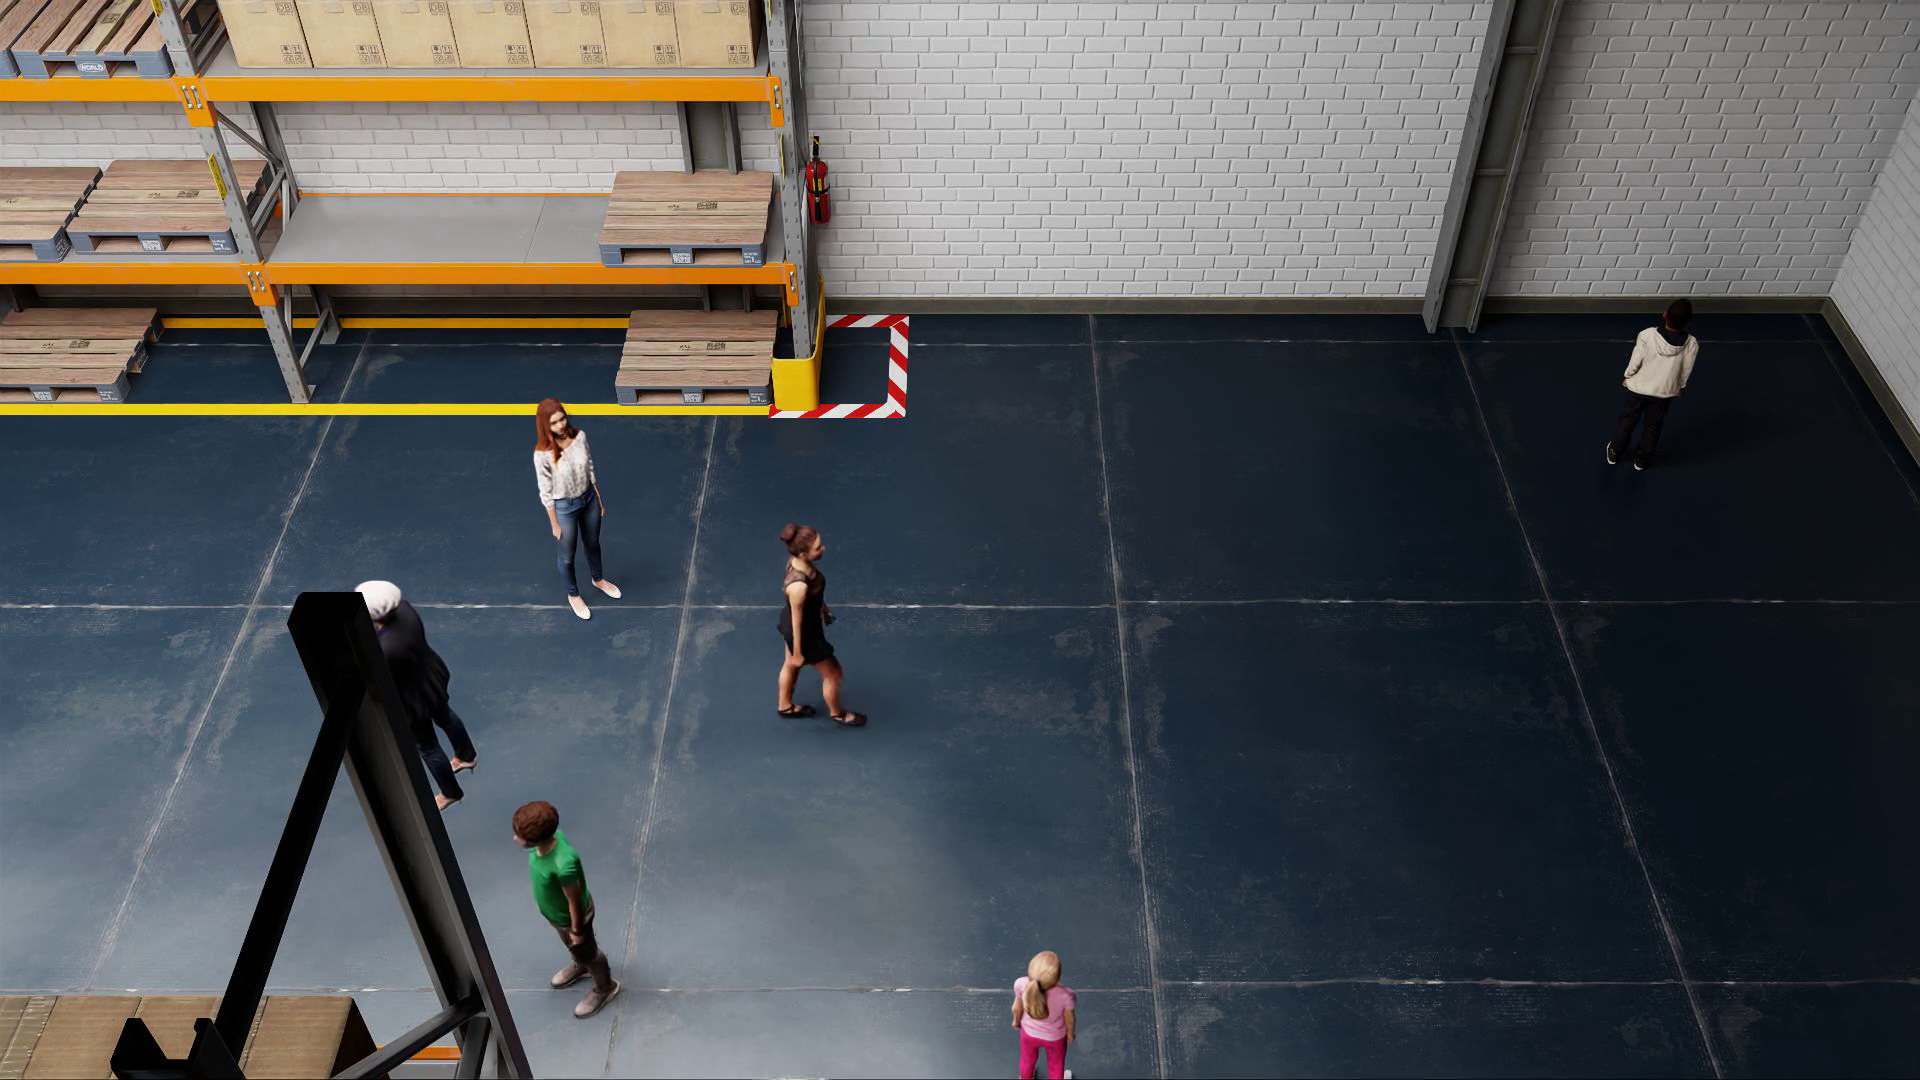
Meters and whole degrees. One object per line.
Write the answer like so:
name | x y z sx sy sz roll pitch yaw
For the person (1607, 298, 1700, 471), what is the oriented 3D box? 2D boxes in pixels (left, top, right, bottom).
person | 5.059 -1.131 12.131 0.581 1.455 0.715 16 46 16

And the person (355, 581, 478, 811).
person | -2.956 0.796 9.099 0.641 1.777 0.745 7 44 7

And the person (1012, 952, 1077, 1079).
person | 0.425 2.489 8.465 0.524 1.270 0.609 13 45 13

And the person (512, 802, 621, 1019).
person | -2.074 1.913 8.793 0.711 1.651 0.677 -28 50 -26

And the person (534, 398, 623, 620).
person | -2.565 -0.230 10.994 0.706 1.719 0.651 33 53 30

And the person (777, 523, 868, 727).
person | -1.044 0.549 10.222 0.790 1.656 0.587 -2 44 -2
